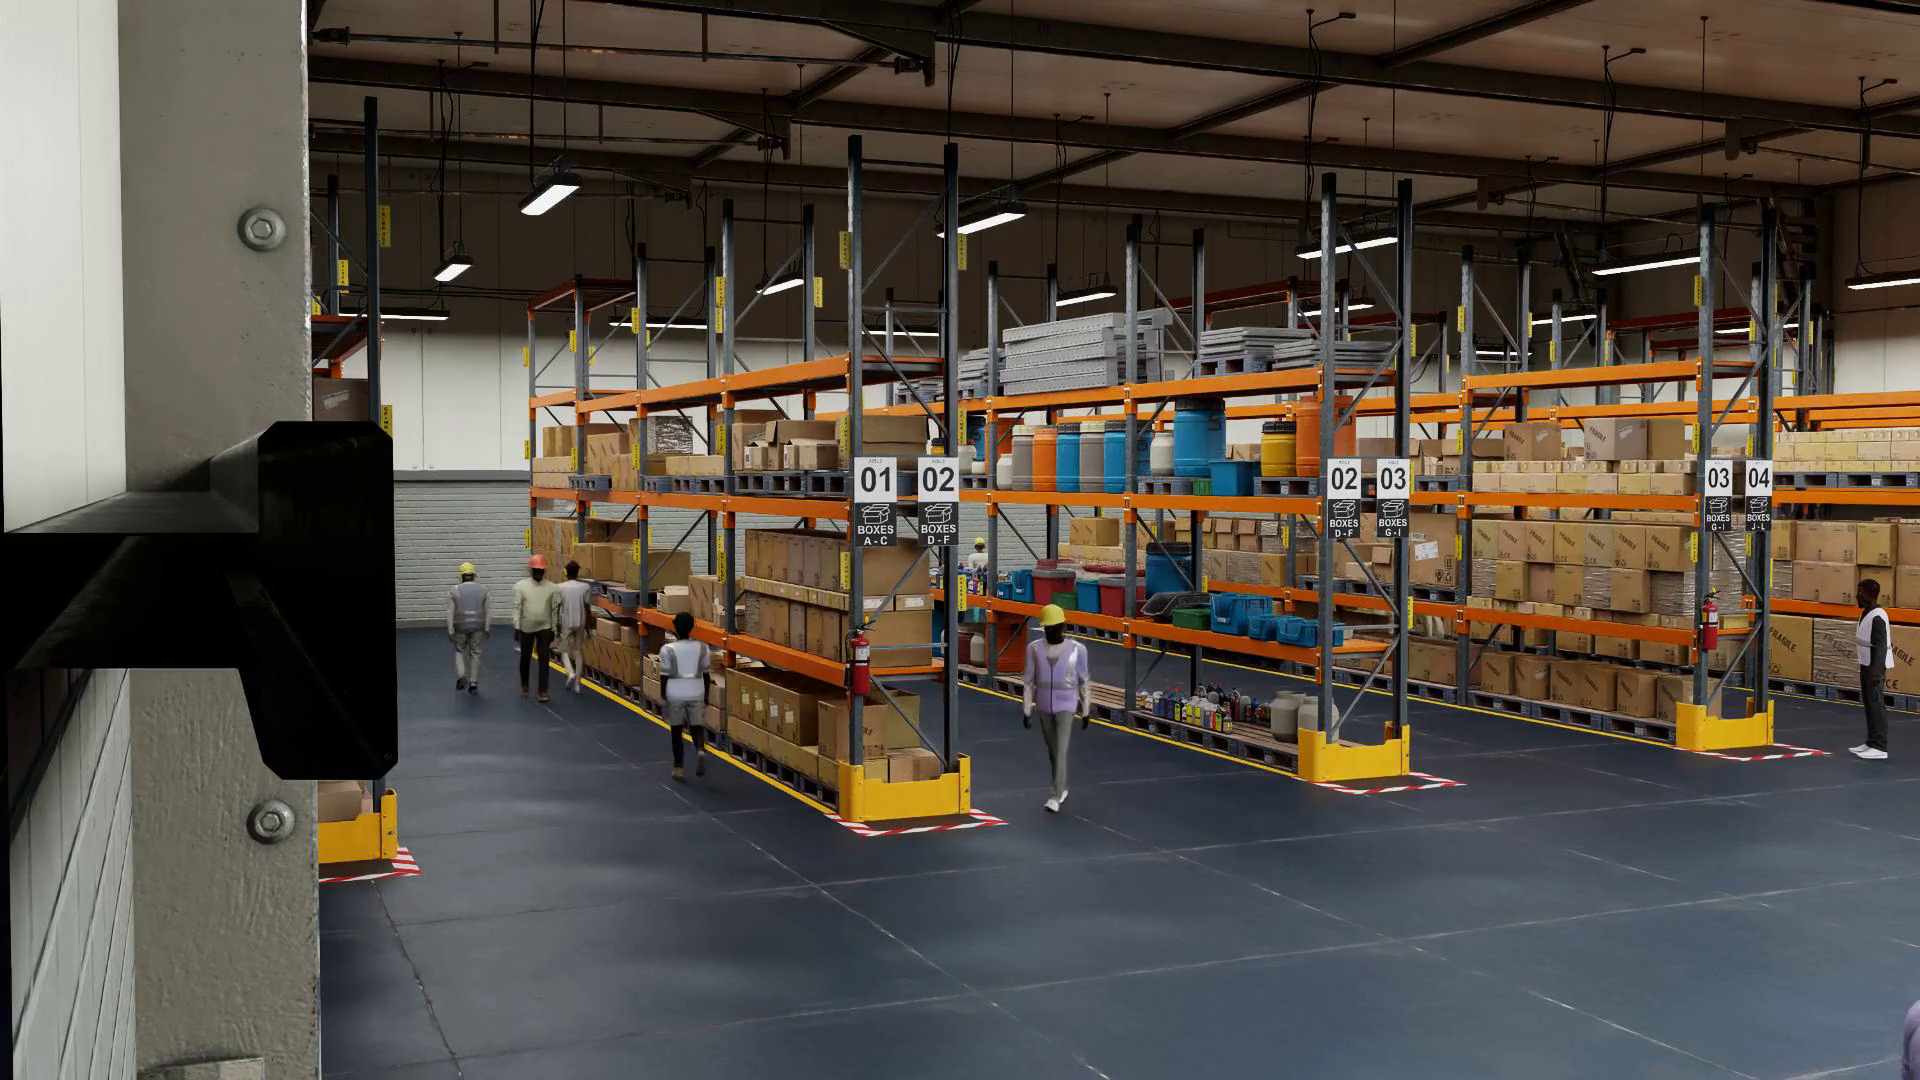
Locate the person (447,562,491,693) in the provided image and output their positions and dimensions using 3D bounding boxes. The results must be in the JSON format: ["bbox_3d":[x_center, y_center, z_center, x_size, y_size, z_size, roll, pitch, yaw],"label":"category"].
[{"bbox_3d":[-6.813,1.215,24.857,0.599,1.813,0.429,-1,2,-22],"label":"person"}]

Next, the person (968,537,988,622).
[{"bbox_3d":[0.390,0.829,35.489,0.534,1.766,0.319,-1,2,-23],"label":"person"}]

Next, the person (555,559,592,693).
[{"bbox_3d":[-5.338,1.198,24.782,0.521,1.857,0.456,-1,2,-21],"label":"person"}]

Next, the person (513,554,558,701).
[{"bbox_3d":[-5.738,1.163,24.187,0.617,1.970,0.873,-1,2,-20],"label":"person"}]

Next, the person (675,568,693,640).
[{"bbox_3d":[-4.161,1.216,27.255,0.502,1.612,0.682,-1,2,-26],"label":"person"}]

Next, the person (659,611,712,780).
[{"bbox_3d":[-2.706,1.546,17.704,0.546,1.680,0.560,-1,2,-26],"label":"person"}]

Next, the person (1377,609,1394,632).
[{"bbox_3d":[7.193,0.982,30.370,0.584,1.862,0.822,-1,2,-24],"label":"person"}]

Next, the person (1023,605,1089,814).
[{"bbox_3d":[0.860,1.516,16.283,0.591,1.864,1.025,1,2,21],"label":"person"}]

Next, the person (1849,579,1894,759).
[{"bbox_3d":[9.815,1.375,19.251,0.373,1.917,0.595,1,2,15],"label":"person"}]

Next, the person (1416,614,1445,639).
[{"bbox_3d":[7.201,1.092,27.476,0.542,1.852,0.477,-1,2,-21],"label":"person"}]

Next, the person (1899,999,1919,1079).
[{"bbox_3d":[2.808,1.933,4.870,0.403,1.904,0.652,-1,2,-28],"label":"person"}]
